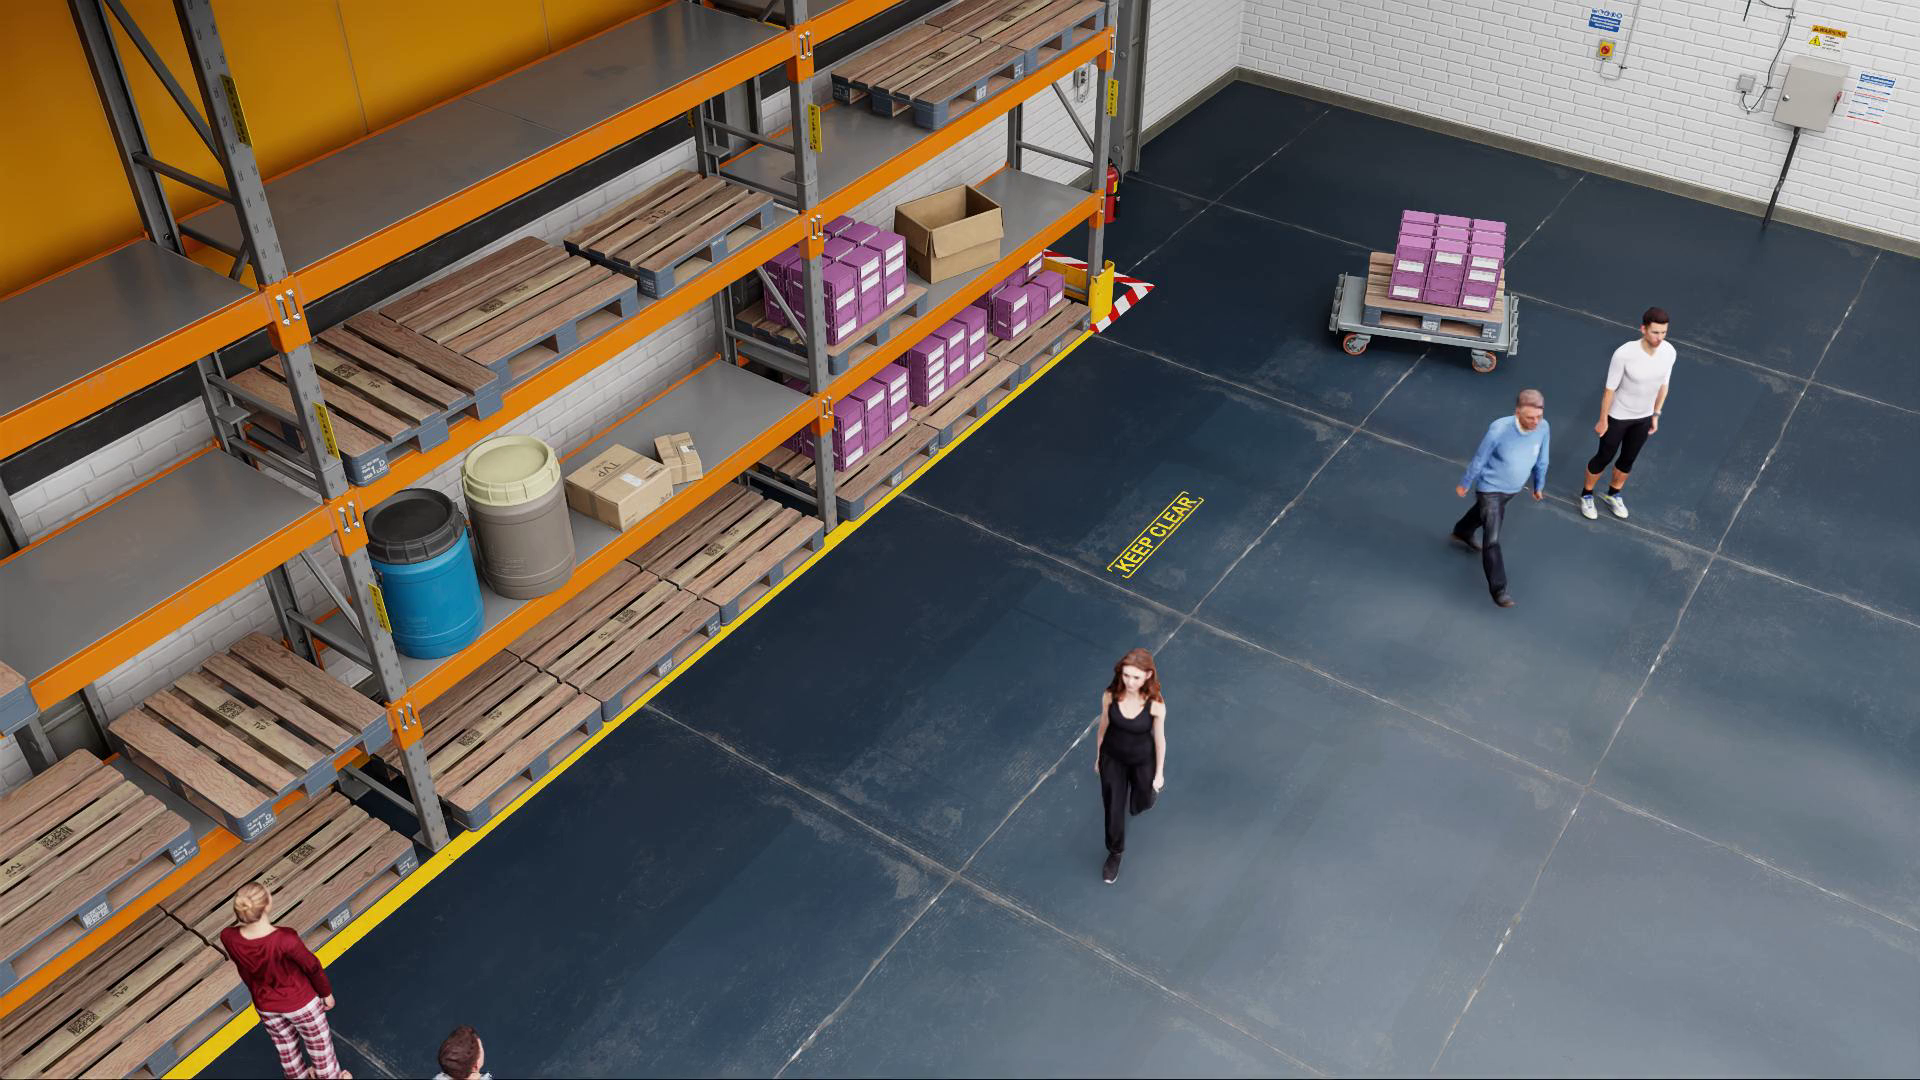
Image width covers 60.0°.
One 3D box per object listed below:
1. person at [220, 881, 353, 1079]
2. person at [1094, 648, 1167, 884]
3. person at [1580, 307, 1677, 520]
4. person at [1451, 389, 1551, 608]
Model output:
[{"bbox_3d":[-3.549,2.387,8.738,0.686,1.699,0.698,2,39,2],"label":"person"},{"bbox_3d":[1.062,1.271,10.112,0.775,1.730,1.072,13,40,15],"label":"person"},{"bbox_3d":[5.173,-0.992,12.850,0.736,1.848,0.793,-6,39,-7],"label":"person"},{"bbox_3d":[3.947,-0.441,12.253,1.308,1.733,1.272,-15,41,-18],"label":"person"}]
